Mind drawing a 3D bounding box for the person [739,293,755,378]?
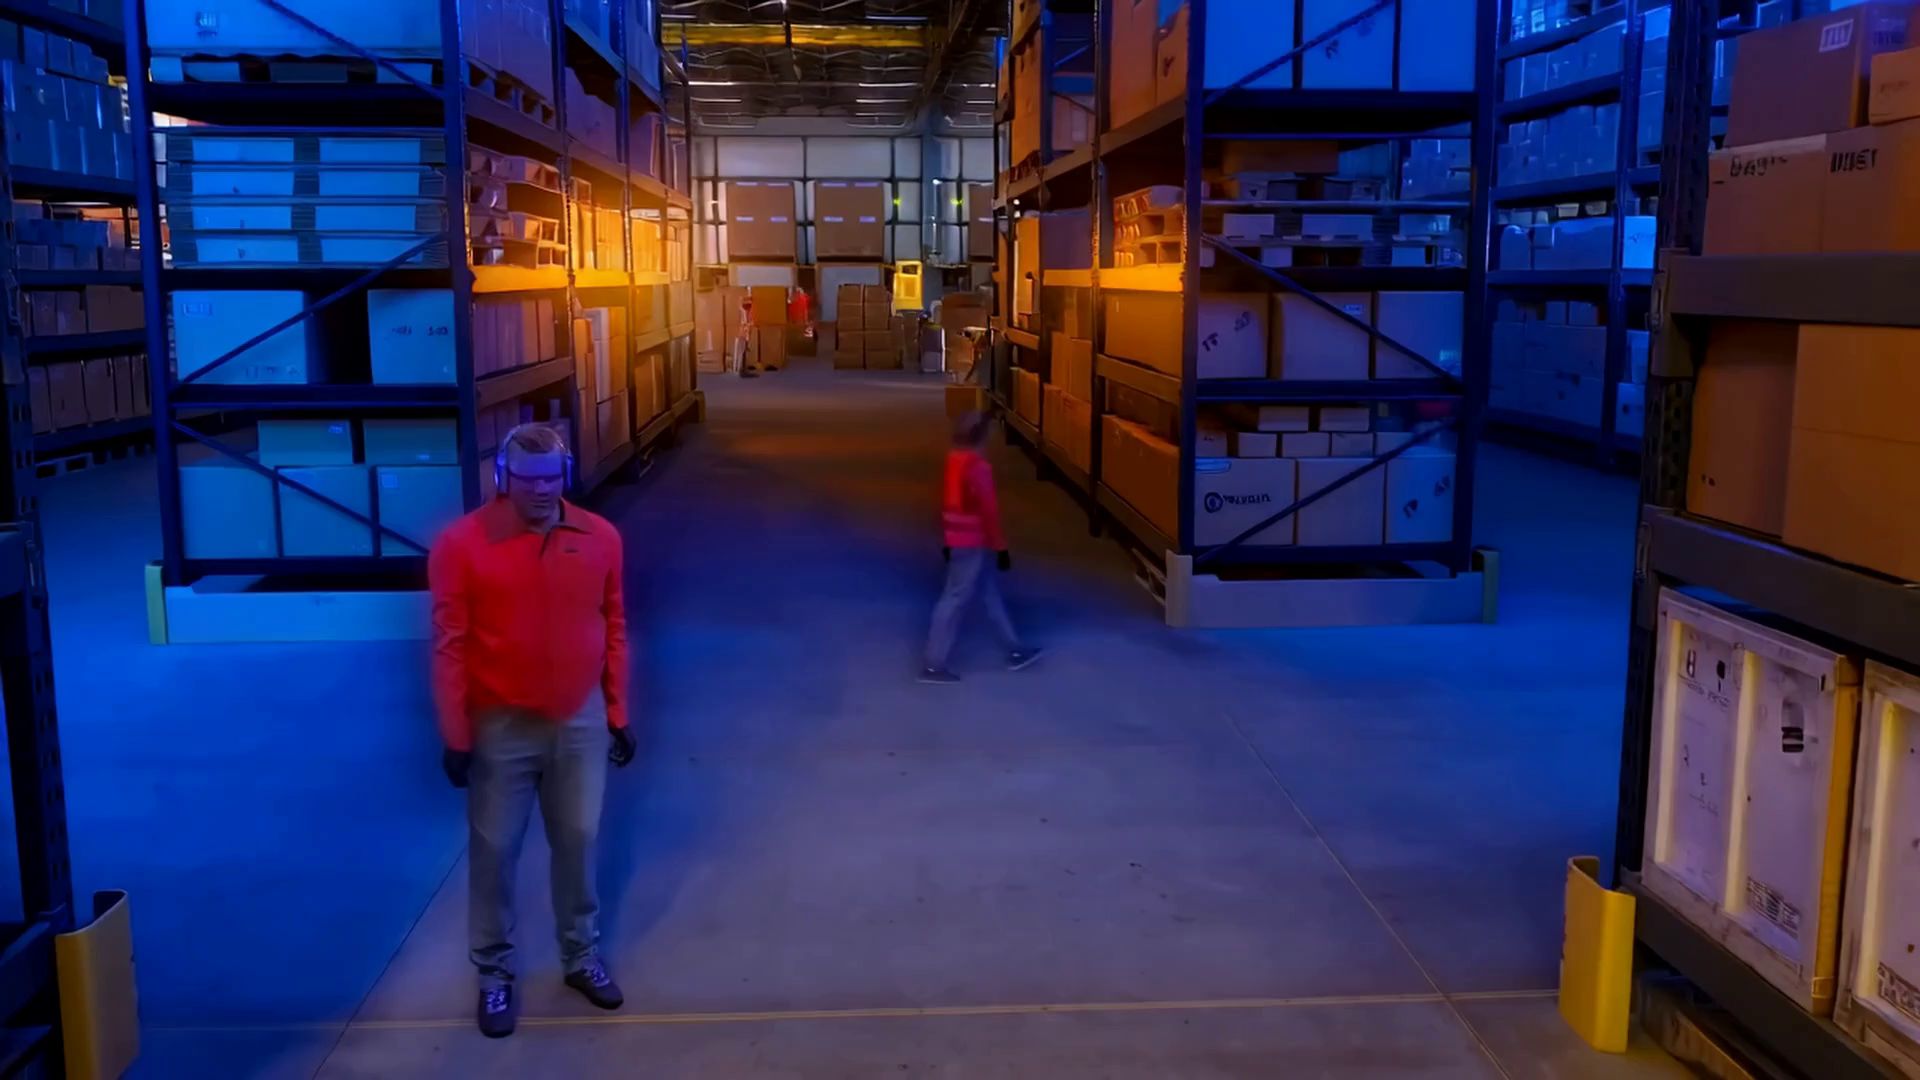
[{"bbox_3d":[-4.898,-4.703,38.311,0.364,1.935,0.553,-2,9,-13],"label":"person"}]

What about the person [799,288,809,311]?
[{"bbox_3d":[-5.829,-8.356,61.408,1.031,1.892,0.648,9,12,43],"label":"person"}]

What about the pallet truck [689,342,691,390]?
[{"bbox_3d":[-5.225,-3.008,27.480,1.885,1.965,0.823,2,9,14],"label":"pallet truck"}]

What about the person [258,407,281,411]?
[{"bbox_3d":[-7.182,-1.419,17.831,0.665,1.887,0.659,0,9,2],"label":"person"}]

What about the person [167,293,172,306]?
[{"bbox_3d":[-29.286,-8.470,61.864,0.619,1.978,0.459,-2,9,-14],"label":"person"}]

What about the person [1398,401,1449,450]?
[{"bbox_3d":[4.678,-1.237,17.014,0.980,1.784,0.637,7,11,37],"label":"person"}]

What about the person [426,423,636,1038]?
[{"bbox_3d":[-1.326,0.581,5.249,0.638,1.902,0.407,-6,11,-33],"label":"person"}]

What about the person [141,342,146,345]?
[{"bbox_3d":[-25.586,-6.832,52.372,0.531,1.718,0.902,-1,9,-5],"label":"person"}]

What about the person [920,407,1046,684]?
[{"bbox_3d":[0.140,0.035,9.611,0.849,1.590,0.547,-3,9,-17],"label":"person"}]

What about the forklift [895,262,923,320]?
[{"bbox_3d":[-1.894,-8.807,61.131,1.129,2.768,1.873,-1,9,-4],"label":"forklift"}]

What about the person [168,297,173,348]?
[{"bbox_3d":[-25.588,-7.090,54.172,0.547,1.671,0.719,1,9,8],"label":"person"}]
